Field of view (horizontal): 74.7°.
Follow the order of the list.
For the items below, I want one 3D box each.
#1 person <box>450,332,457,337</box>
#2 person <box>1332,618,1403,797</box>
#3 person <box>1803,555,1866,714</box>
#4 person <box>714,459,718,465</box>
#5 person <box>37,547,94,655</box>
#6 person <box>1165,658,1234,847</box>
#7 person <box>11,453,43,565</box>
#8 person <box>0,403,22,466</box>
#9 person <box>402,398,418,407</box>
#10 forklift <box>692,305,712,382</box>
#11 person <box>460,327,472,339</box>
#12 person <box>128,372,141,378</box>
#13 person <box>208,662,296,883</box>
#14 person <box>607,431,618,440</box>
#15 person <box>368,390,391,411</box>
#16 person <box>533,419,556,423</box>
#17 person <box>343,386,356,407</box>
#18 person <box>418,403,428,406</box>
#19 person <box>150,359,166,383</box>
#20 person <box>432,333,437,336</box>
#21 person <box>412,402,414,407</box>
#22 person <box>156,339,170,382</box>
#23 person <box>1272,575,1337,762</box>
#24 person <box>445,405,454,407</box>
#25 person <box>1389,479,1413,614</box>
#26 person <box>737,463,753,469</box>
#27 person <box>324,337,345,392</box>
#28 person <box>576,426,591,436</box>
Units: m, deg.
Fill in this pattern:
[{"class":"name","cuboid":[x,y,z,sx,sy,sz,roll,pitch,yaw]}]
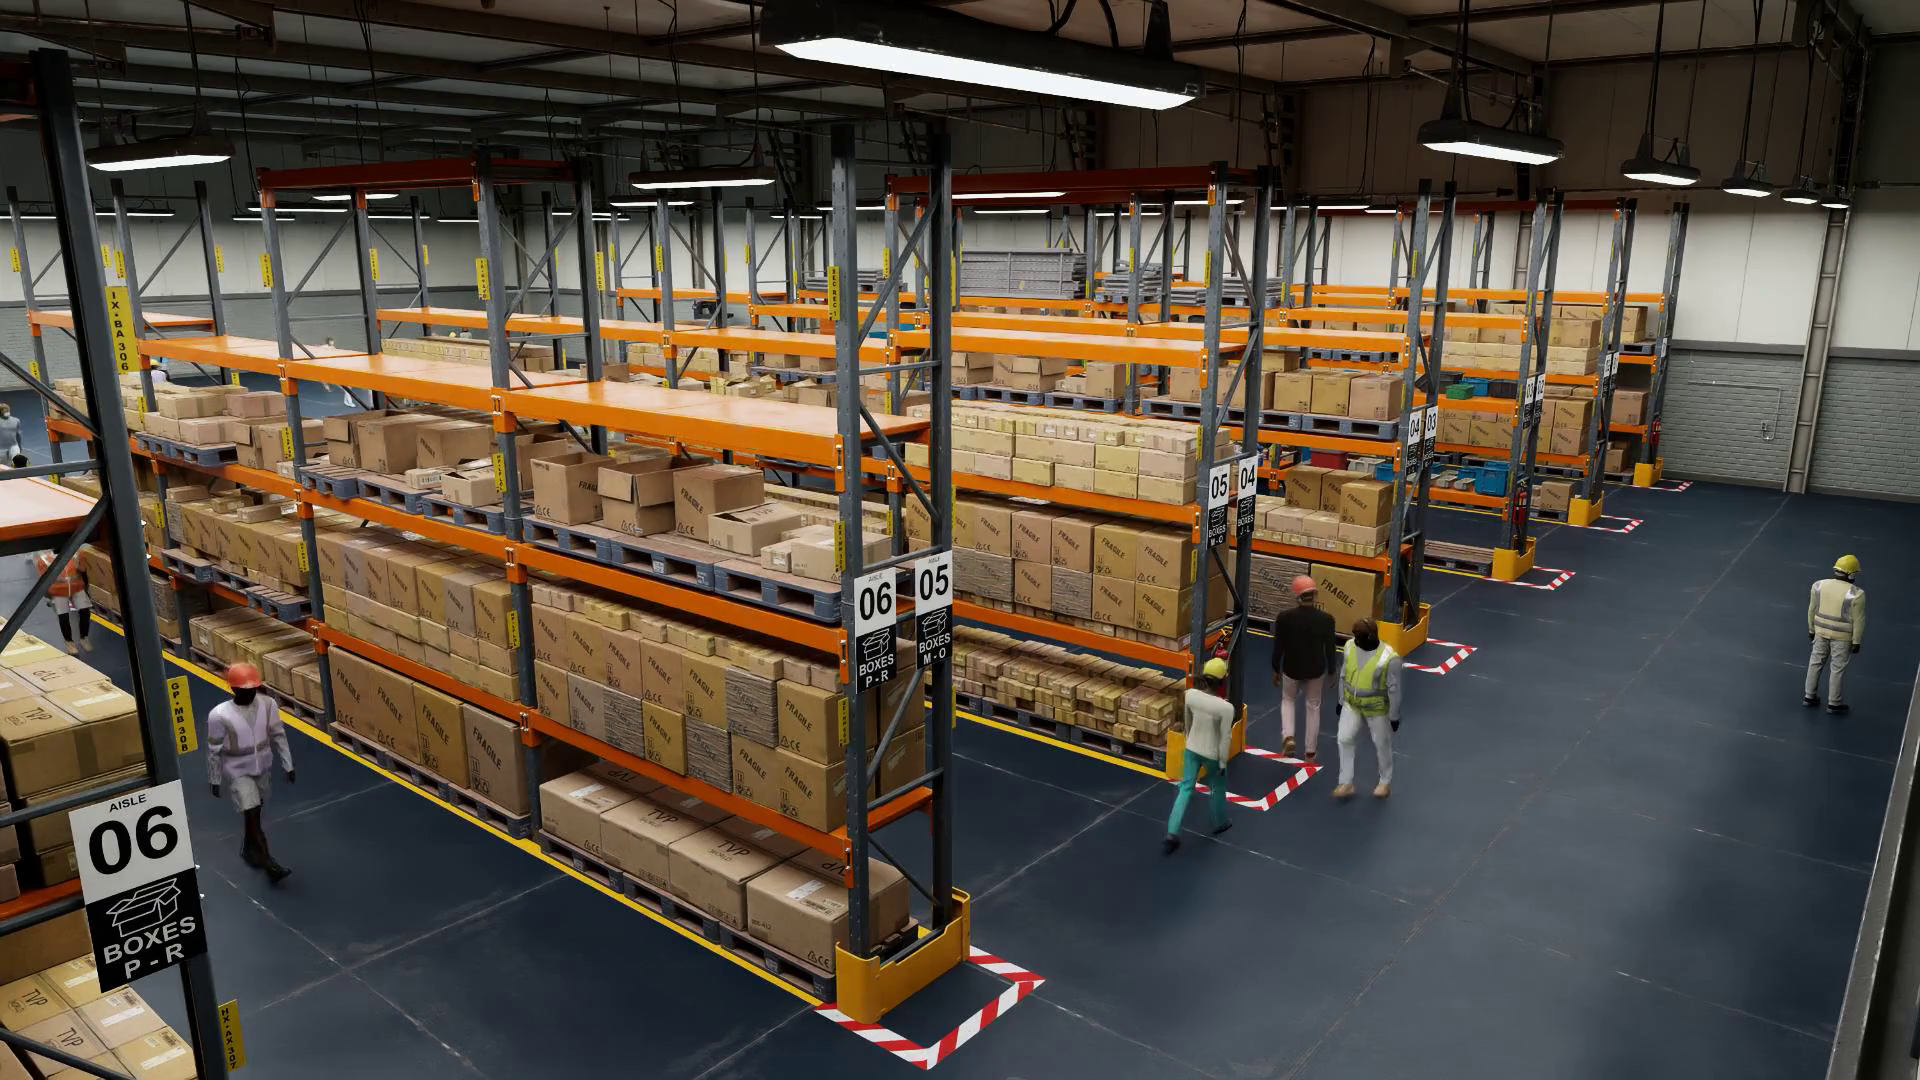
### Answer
[{"class":"person","cuboid":[-19.019,-6.920,47.408,0.299,1.772,0.533,6,15,23]},{"class":"person","cuboid":[3.912,1.632,12.177,0.775,1.797,0.674,-11,18,-39]},{"class":"person","cuboid":[10.042,1.063,14.435,0.404,1.832,0.596,-6,15,-25]},{"class":"person","cuboid":[-5.755,-2.491,28.853,0.587,1.930,0.362,-6,15,-25]},{"class":"person","cuboid":[-11.547,0.688,16.280,0.500,1.674,0.550,12,18,40]},{"class":"person","cuboid":[2.175,1.891,11.258,0.535,1.726,0.902,11,18,39]},{"class":"person","cuboid":[-15.493,-0.528,20.960,0.499,1.836,0.881,-9,16,-32]},{"class":"person","cuboid":[-20.317,-1.977,26.814,0.932,1.907,0.639,10,17,36]},{"class":"person","cuboid":[-15.666,-4.208,35.897,0.543,1.939,0.362,-4,14,-17]},{"class":"forklift","cuboid":[-9.511,-7.392,47.124,1.873,2.768,1.129,11,17,38]},{"class":"person","cuboid":[-20.626,-8.124,52.637,0.500,1.636,0.280,-13,19,-43]},{"class":"person","cuboid":[-25.559,-4.954,38.954,0.616,1.967,0.903,-10,17,-37]},{"class":"person","cuboid":[-5.969,1.946,10.660,0.954,1.896,0.574,9,16,33]},{"class":"person","cuboid":[-7.033,-1.570,25.086,0.634,1.925,0.628,-11,17,-38]},{"class":"person","cuboid":[-15.483,-3.580,33.559,0.636,1.822,0.698,7,15,27]},{"class":"person","cuboid":[-9.971,-2.808,30.361,0.619,1.837,0.430,-6,15,-24]},{"class":"person","cuboid":[-19.508,-5.044,40.063,0.716,1.624,0.531,7,15,26]},{"class":"person","cuboid":[-15.480,-4.254,36.070,0.615,1.947,0.388,-4,14,-15]},{"class":"person","cuboid":[-22.895,-4.212,35.963,0.641,1.913,0.589,5,15,21]},{"class":"person","cuboid":[-19.015,-6.569,45.714,0.650,1.889,0.614,-11,18,-39]},{"class":"person","cuboid":[-16.670,-4.779,38.308,0.667,1.905,0.599,-12,18,-40]},{"class":"person","cuboid":[-28.734,-6.386,45.357,0.318,1.698,0.539,-5,14,-19]},{"class":"person","cuboid":[3.555,1.344,12.990,0.661,1.967,0.540,4,14,14]},{"class":"person","cuboid":[-13.681,-3.839,34.154,0.607,2.048,0.370,-6,15,-23]},{"class":"person","cuboid":[6.195,0.053,18.247,0.693,2.000,1.007,-10,17,-35]},{"class":"person","cuboid":[-5.047,-2.544,29.246,0.520,1.844,0.331,9,17,34]},{"class":"person","cuboid":[-21.690,-6.060,43.596,0.973,1.893,0.630,3,14,10]},{"class":"person","cuboid":[-8.720,-2.487,29.418,0.882,1.647,0.550,1,14,2]}]
